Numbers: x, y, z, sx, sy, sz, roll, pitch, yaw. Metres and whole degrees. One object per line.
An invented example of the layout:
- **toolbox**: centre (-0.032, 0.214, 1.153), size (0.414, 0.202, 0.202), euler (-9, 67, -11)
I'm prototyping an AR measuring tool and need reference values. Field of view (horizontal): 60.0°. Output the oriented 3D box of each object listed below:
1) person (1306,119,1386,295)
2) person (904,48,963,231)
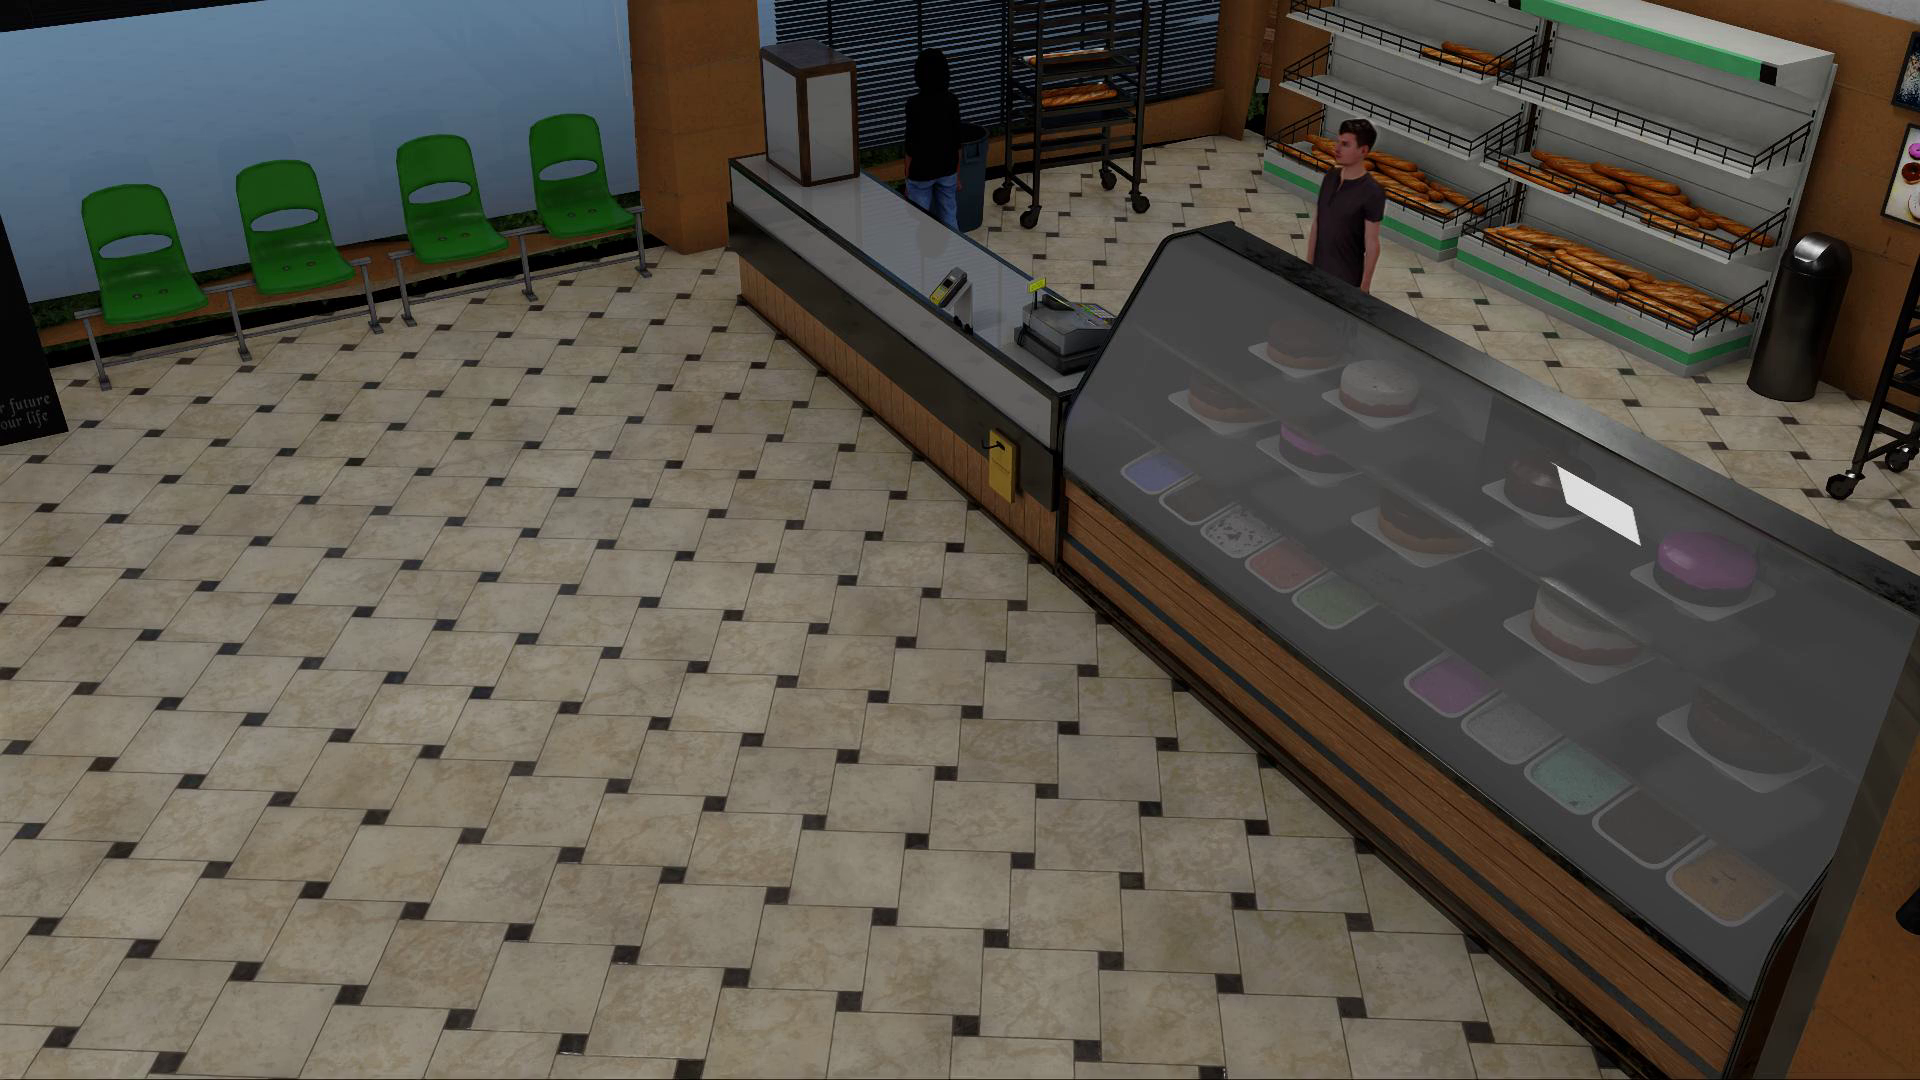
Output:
- **person**: centre (2.133, -1.451, 9.324), size (0.514, 1.851, 0.643), euler (-17, 36, -25)
- **person**: centre (-0.182, -2.396, 10.986), size (0.512, 1.702, 0.652), euler (-12, 34, -18)
